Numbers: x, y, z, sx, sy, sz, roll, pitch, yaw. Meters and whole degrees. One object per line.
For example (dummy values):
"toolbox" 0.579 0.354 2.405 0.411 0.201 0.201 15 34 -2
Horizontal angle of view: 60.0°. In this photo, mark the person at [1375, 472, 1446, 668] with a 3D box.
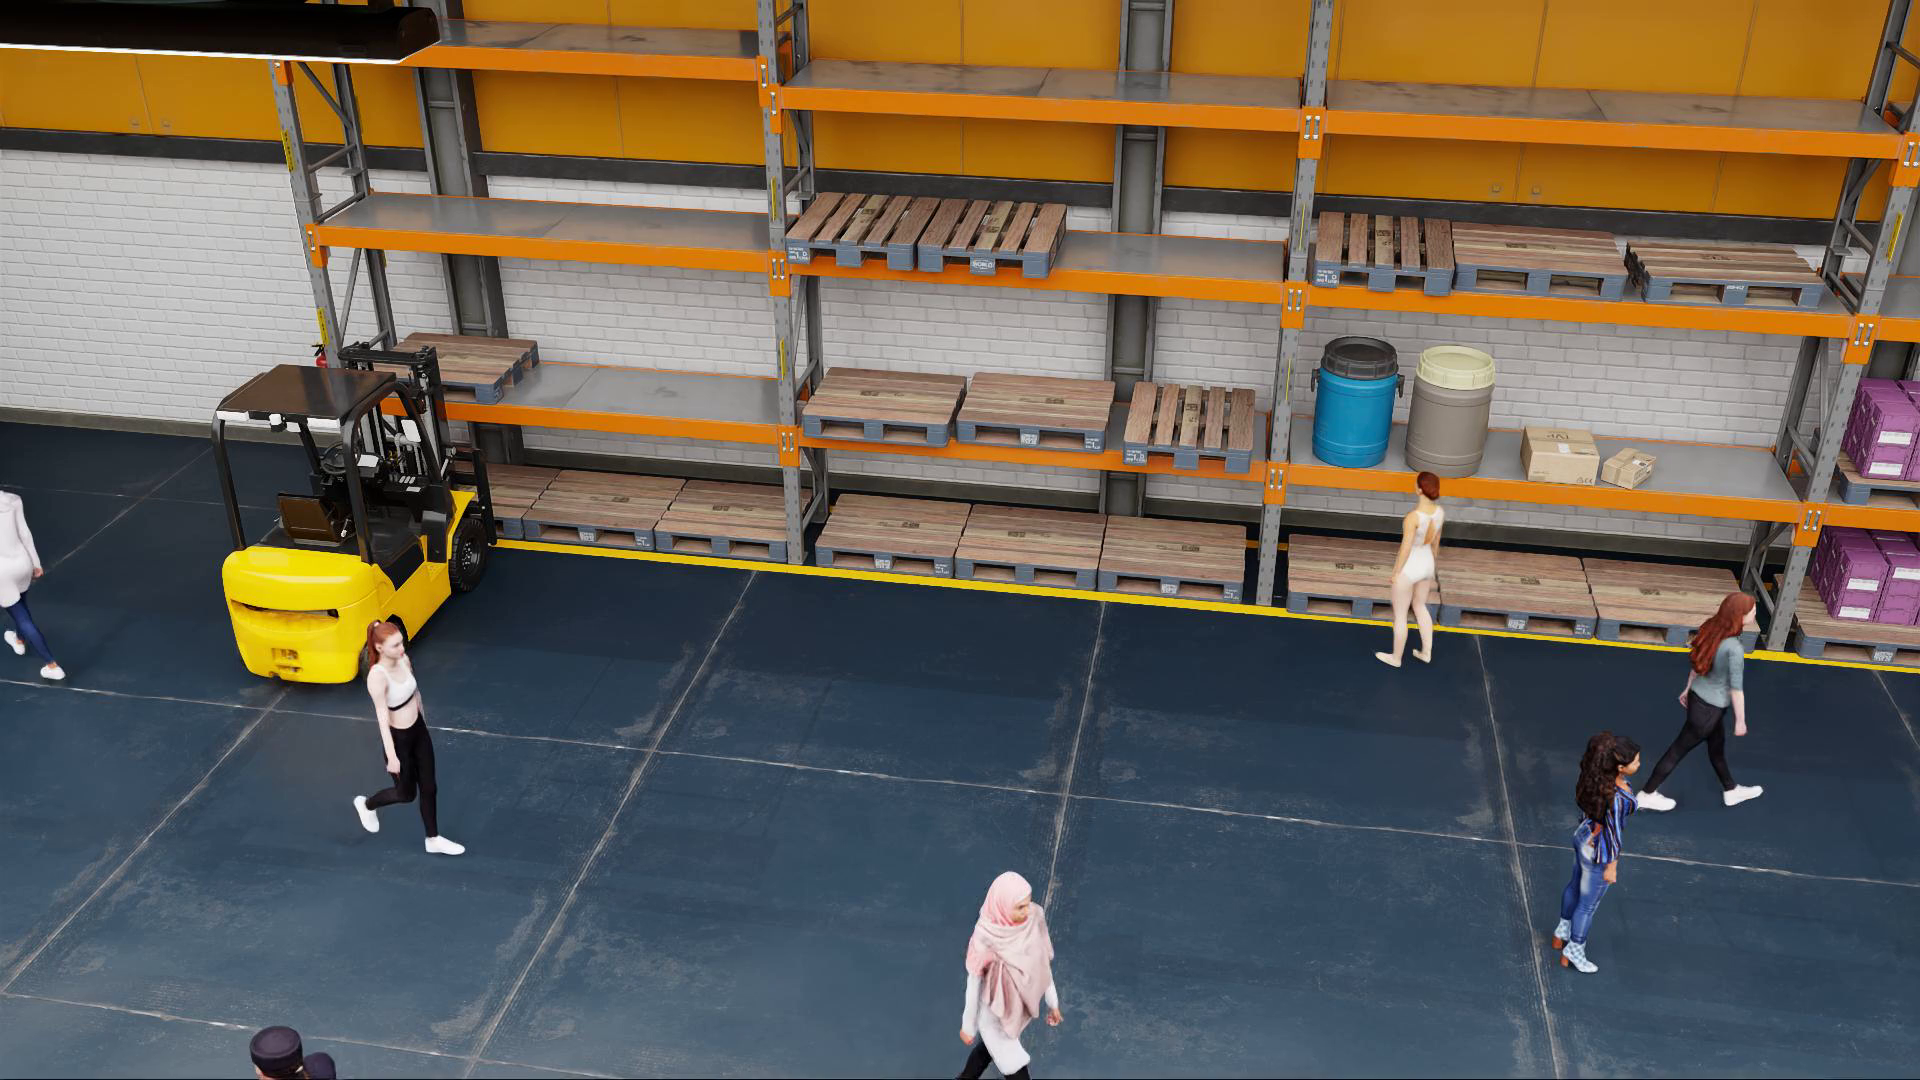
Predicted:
"person" 3.472 0.234 12.611 0.671 1.651 0.732 -18 33 -29

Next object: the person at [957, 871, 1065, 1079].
"person" 0.155 2.399 8.535 1.257 1.754 1.063 25 37 37

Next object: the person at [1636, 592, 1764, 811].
"person" 4.815 1.118 10.938 1.100 1.701 0.705 1 29 1

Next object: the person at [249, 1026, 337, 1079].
"person" -2.904 2.942 7.670 1.104 1.630 0.794 8 30 15

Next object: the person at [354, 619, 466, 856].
"person" -3.621 1.280 10.615 0.965 1.727 0.619 6 29 11

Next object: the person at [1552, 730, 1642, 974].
"person" 3.728 1.817 9.749 0.555 1.614 0.609 3 29 6

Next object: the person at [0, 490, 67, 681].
"person" -7.089 0.281 12.441 1.222 1.732 0.967 20 34 32
